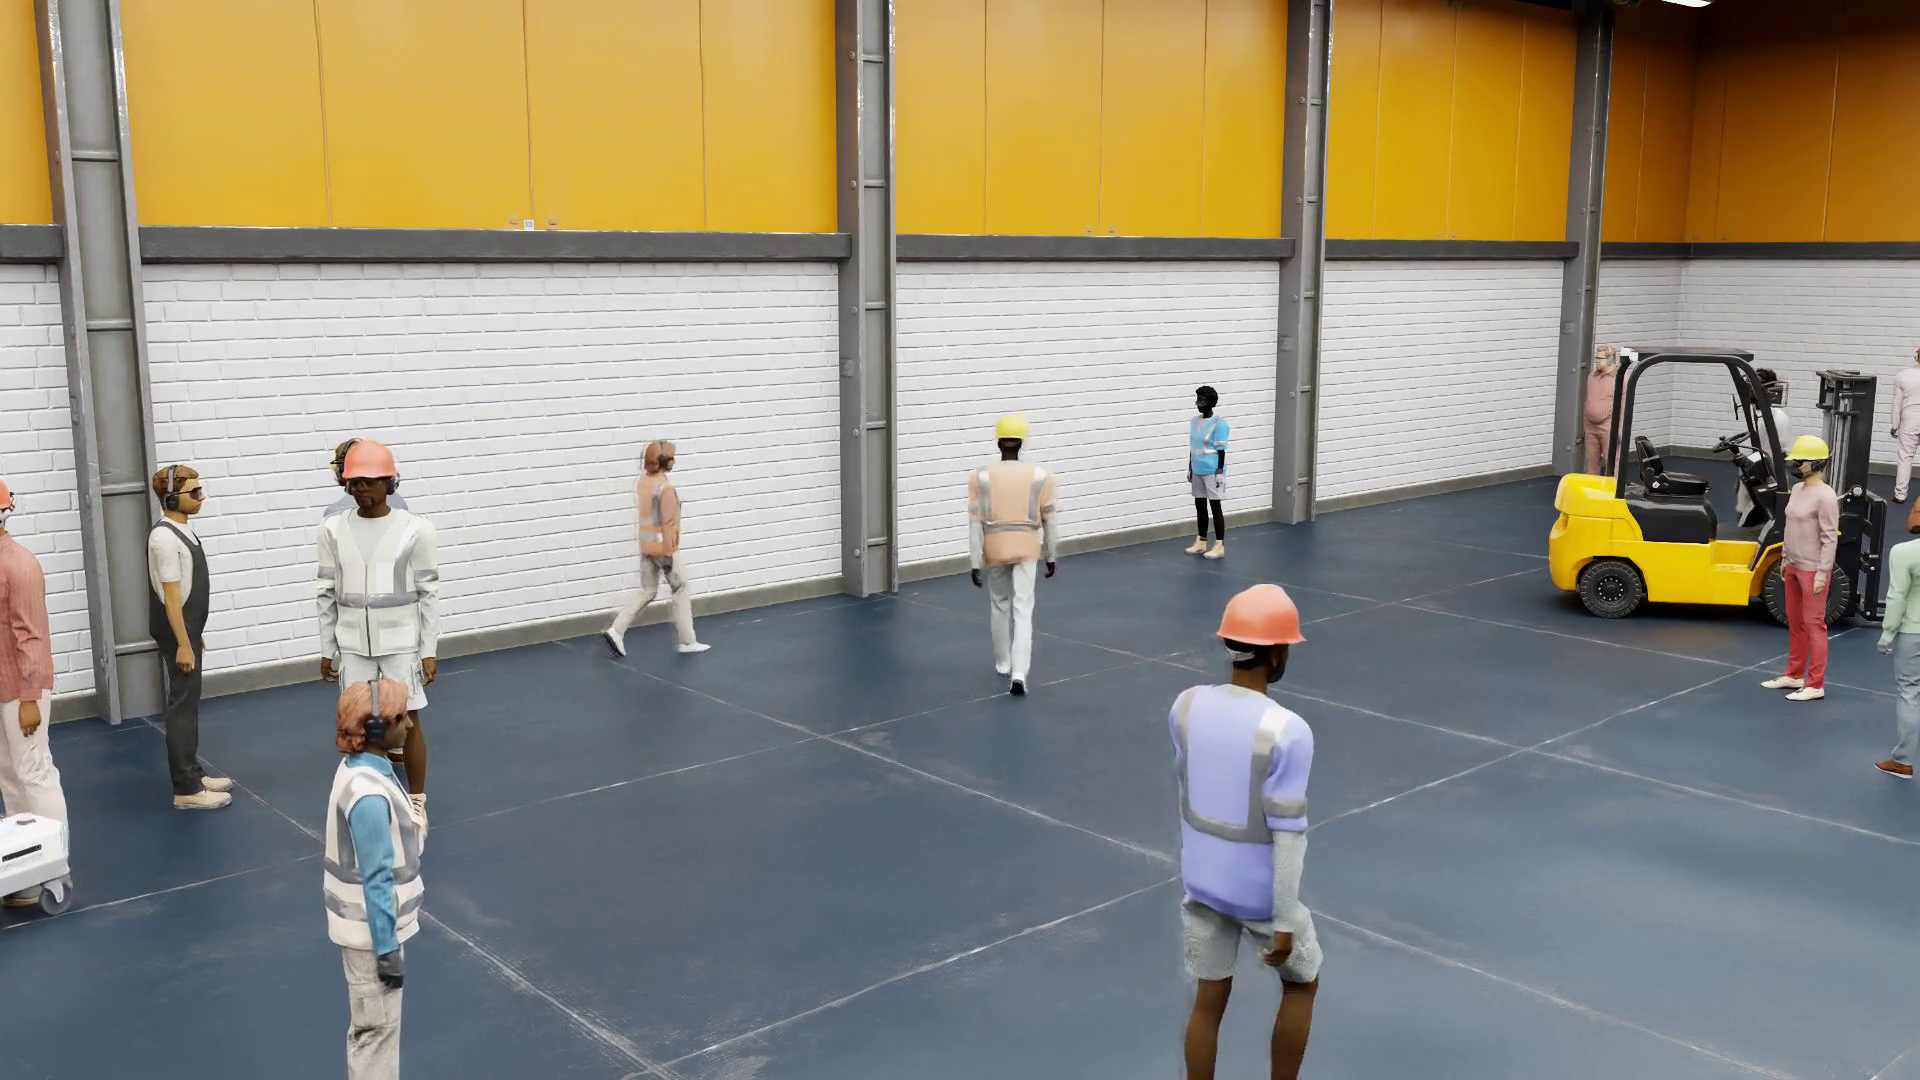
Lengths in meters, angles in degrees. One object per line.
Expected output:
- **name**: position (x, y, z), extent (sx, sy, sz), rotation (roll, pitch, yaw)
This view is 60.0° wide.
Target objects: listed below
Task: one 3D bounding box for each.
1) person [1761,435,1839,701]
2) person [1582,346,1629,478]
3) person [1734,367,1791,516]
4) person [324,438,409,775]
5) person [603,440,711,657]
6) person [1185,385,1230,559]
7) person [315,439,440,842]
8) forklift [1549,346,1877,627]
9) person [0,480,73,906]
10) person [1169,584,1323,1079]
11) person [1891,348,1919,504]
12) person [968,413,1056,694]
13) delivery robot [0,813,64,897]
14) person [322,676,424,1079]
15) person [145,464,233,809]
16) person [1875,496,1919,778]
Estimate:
- **person**: position (5.603, 0.185, 11.059), extent (0.328, 1.767, 0.531), rotation (0, 10, 1)
- **person**: position (7.535, -1.309, 19.464), extent (0.487, 1.908, 0.682), rotation (-4, 11, -23)
- **person**: position (7.113, -0.559, 14.836), extent (0.364, 1.963, 0.613), rotation (-1, 10, -5)
- **person**: position (-3.331, 0.394, 9.332), extent (0.372, 1.940, 0.627), rotation (3, 10, 16)
- **person**: position (-2.245, 0.068, 12.200), extent (0.732, 1.612, 0.517), rotation (-8, 12, -38)
- **person**: position (2.421, -0.671, 16.290), extent (0.319, 1.692, 0.536), rotation (-6, 11, -29)
- **person**: position (-2.901, 0.516, 8.302), extent (0.607, 2.048, 0.365), rotation (0, 10, -1)
- **forklift**: position (6.109, -0.478, 13.691), extent (2.313, 2.155, 1.214), rotation (3, 10, 16)
- **person**: position (-4.366, 0.669, 7.595), extent (0.614, 1.983, 0.407), rotation (7, 12, 37)
- **person**: position (0.953, 1.081, 5.369), extent (0.552, 1.921, 0.615), rotation (9, 13, 43)
- **person**: position (11.390, -1.365, 19.726), extent (0.642, 1.909, 0.410), rotation (5, 11, 27)
- **person**: position (0.353, 0.082, 11.337), extent (0.600, 1.890, 0.977), rotation (0, 10, 1)
- **delivery robot**: position (-4.292, 1.398, 7.222), extent (0.477, 0.478, 0.707), rotation (5, 11, 27)
- **person**: position (-1.850, 1.240, 5.287), extent (0.313, 1.632, 0.516), rotation (-4, 10, -21)
- **person**: position (-4.141, 0.513, 8.908), extent (0.346, 1.846, 0.505), rotation (-4, 10, -20)
- **person**: position (5.446, 0.536, 9.395), extent (0.502, 1.631, 0.286), rotation (0, 10, -2)
